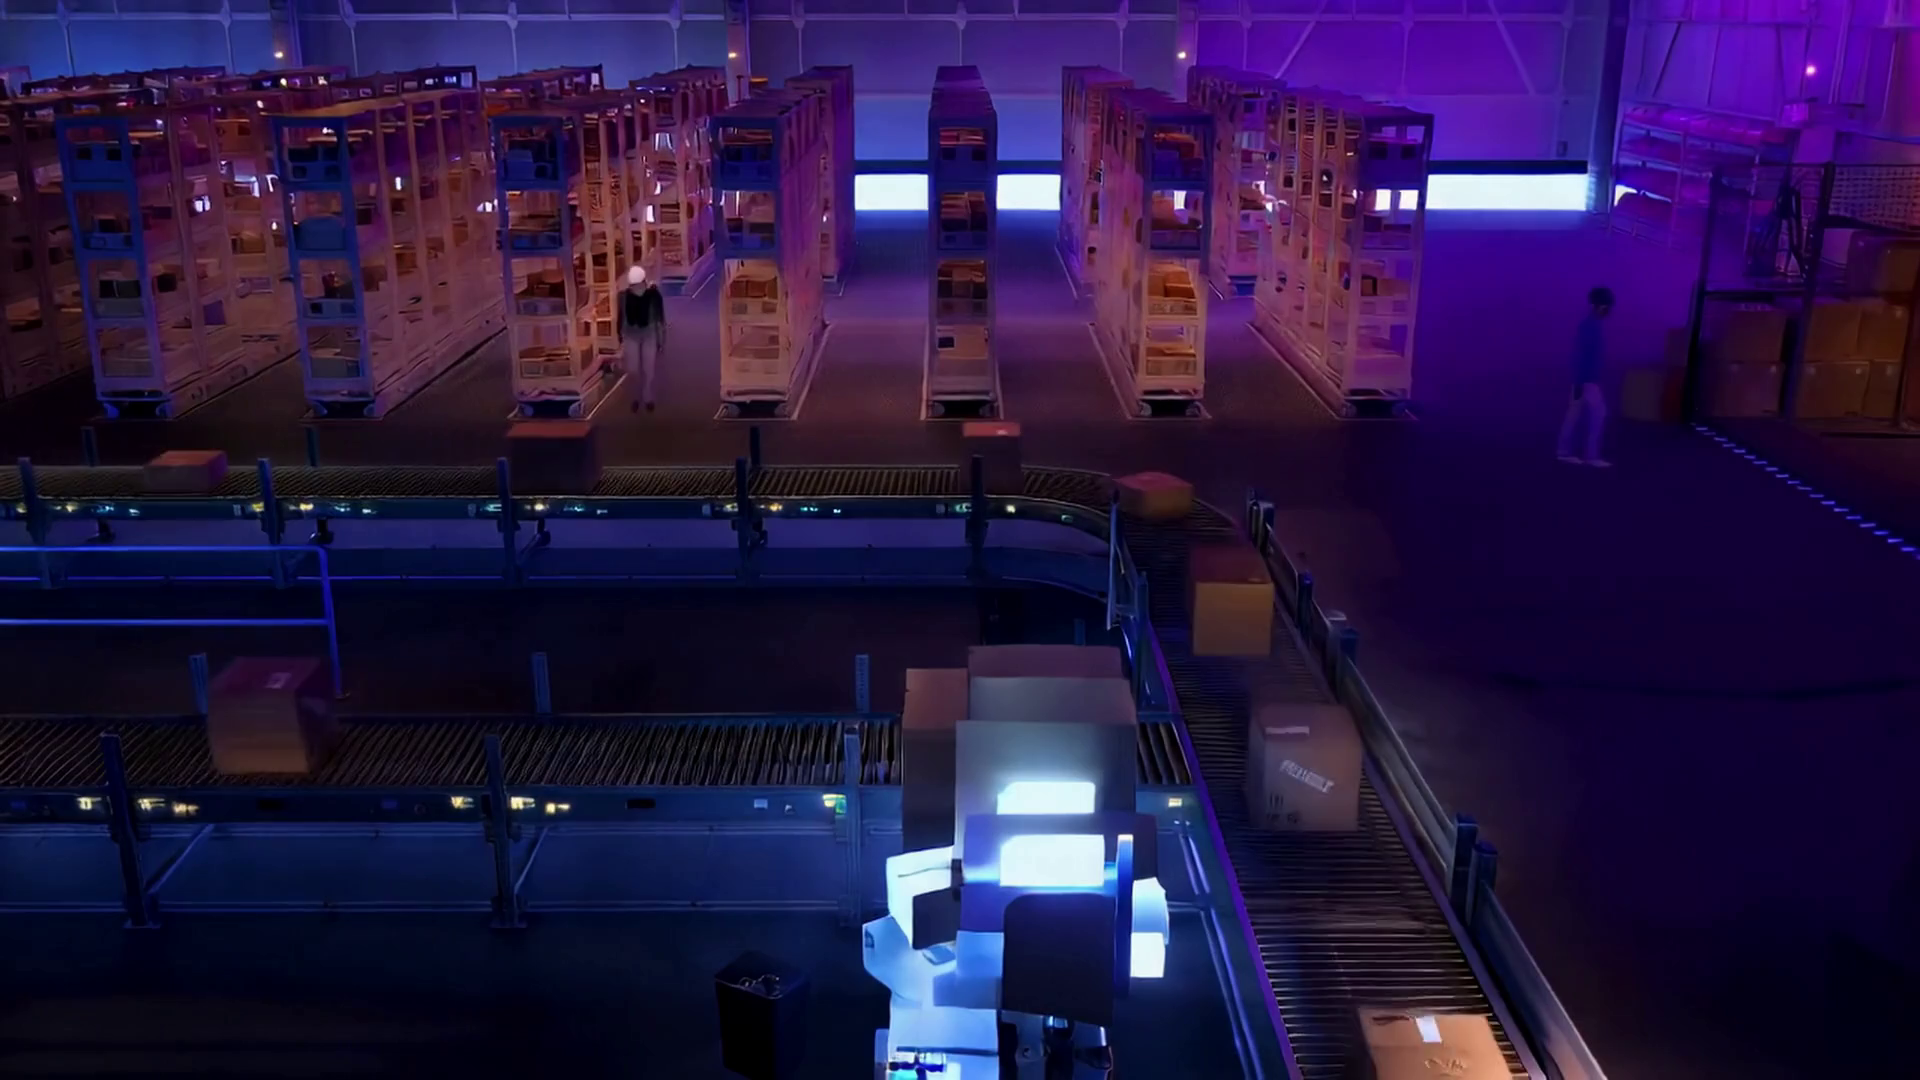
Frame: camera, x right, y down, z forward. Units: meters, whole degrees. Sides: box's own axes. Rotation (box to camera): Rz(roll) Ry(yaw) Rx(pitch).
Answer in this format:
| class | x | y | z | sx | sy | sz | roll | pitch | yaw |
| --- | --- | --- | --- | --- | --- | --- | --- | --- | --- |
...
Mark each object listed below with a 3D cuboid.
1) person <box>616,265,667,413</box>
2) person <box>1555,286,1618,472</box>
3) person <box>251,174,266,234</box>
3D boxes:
| class | x | y | z | sx | sy | sz | roll | pitch | yaw |
| --- | --- | --- | --- | --- | --- | --- | --- | --- | --- |
| person | -3.857 | -2.430 | 20.172 | 0.620 | 1.812 | 0.460 | -2 | 18 | -5 |
| person | 6.807 | -1.719 | 17.757 | 0.747 | 1.970 | 0.617 | 6 | 19 | 18 |
| person | -14.129 | -6.798 | 33.641 | 0.401 | 1.830 | 0.614 | -1 | 18 | -3 |
